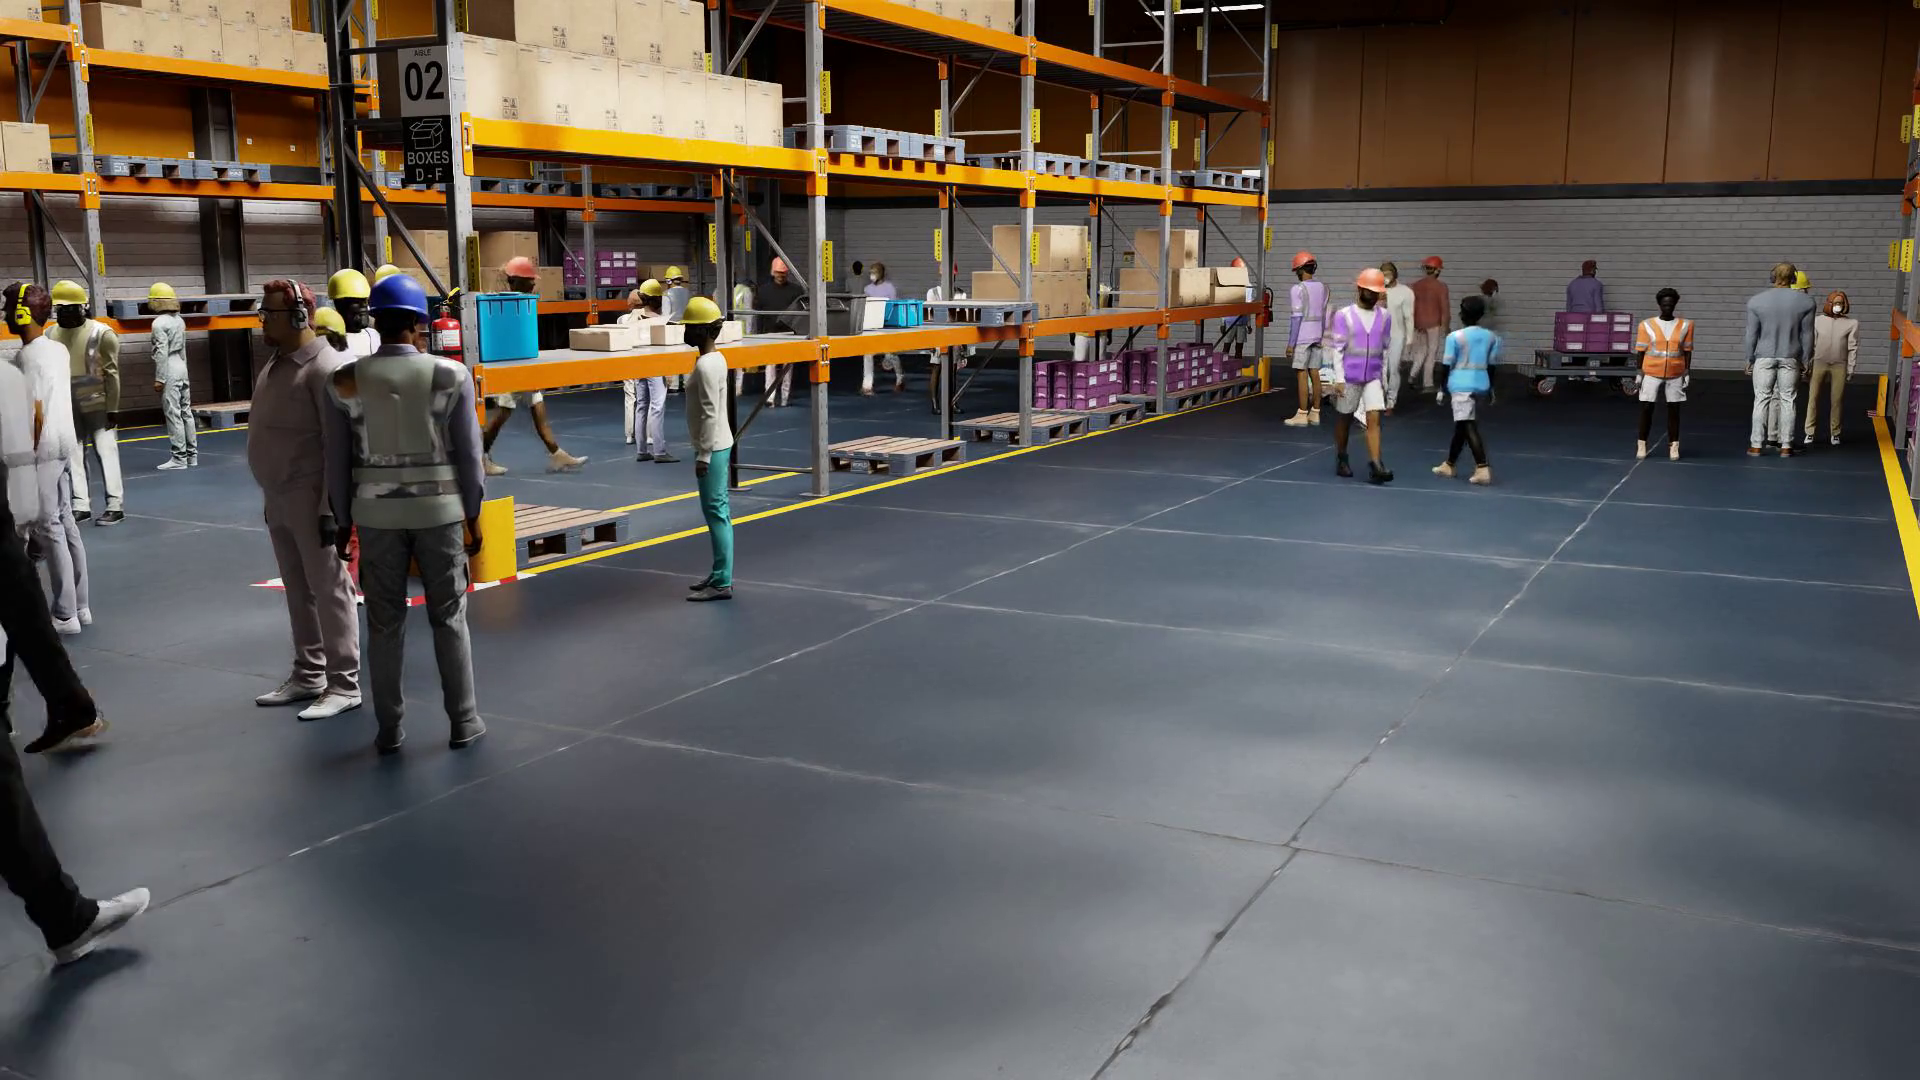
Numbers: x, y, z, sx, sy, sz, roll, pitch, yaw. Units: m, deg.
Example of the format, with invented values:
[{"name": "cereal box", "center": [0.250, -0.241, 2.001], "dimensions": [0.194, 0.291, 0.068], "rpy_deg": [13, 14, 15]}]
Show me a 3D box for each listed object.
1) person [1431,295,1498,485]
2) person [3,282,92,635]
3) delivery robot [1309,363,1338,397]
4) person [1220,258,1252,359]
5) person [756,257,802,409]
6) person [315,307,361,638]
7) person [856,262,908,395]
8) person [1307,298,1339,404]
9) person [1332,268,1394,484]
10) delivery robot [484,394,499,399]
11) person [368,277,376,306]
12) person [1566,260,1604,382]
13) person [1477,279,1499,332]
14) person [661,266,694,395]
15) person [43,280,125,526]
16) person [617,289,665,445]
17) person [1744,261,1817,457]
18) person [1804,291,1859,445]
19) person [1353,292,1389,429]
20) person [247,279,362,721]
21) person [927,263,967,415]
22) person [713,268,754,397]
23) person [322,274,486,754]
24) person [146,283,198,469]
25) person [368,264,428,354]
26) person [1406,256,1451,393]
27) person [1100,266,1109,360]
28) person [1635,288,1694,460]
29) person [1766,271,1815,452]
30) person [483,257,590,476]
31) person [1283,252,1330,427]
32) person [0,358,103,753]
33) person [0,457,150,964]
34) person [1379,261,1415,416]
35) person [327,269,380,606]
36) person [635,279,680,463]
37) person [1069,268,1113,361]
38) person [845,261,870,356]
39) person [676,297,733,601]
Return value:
[{"name": "person", "center": [4.486, -1.328, 14.699], "dimensions": [0.540, 1.652, 0.857], "rpy_deg": [-4, 11, -24]}, {"name": "person", "center": [-4.868, -0.423, 8.820], "dimensions": [0.328, 1.872, 0.509], "rpy_deg": [-2, 10, -10]}, {"name": "delivery robot", "center": [4.845, -2.098, 22.044], "dimensions": [0.477, 0.478, 0.707], "rpy_deg": [3, 10, 19]}, {"name": "person", "center": [4.260, -3.367, 25.664], "dimensions": [0.542, 1.939, 0.359], "rpy_deg": [-3, 10, -18]}, {"name": "person", "center": [-2.337, -2.686, 21.646], "dimensions": [0.647, 1.957, 0.835], "rpy_deg": [0, 10, -2]}, {"name": "person", "center": [-3.279, -0.358, 8.841], "dimensions": [0.540, 1.735, 0.830], "rpy_deg": [-1, 10, -4]}, {"name": "person", "center": [-1.111, -3.040, 23.896], "dimensions": [0.639, 1.901, 0.976], "rpy_deg": [8, 12, 37]}, {"name": "person", "center": [4.855, -2.626, 22.366], "dimensions": [0.534, 1.597, 0.865], "rpy_deg": [1, 10, 4]}, {"name": "person", "center": [3.563, -1.446, 14.709], "dimensions": [0.553, 1.885, 0.958], "rpy_deg": [-1, 10, -6]}, {"name": "delivery robot", "center": [-6.198, -1.978, 21.353], "dimensions": [0.477, 0.478, 0.707], "rpy_deg": [7, 12, 36]}, {"name": "person", "center": [-5.609, -1.672, 16.234], "dimensions": [0.632, 1.830, 0.654], "rpy_deg": [5, 11, 25]}, {"name": "person", "center": [9.851, -3.439, 26.173], "dimensions": [0.400, 1.910, 0.643], "rpy_deg": [-6, 11, -30]}, {"name": "person", "center": [8.548, -3.455, 27.164], "dimensions": [0.356, 1.593, 0.677], "rpy_deg": [0, 10, 1]}, {"name": "person", "center": [-4.053, -2.976, 23.705], "dimensions": [0.403, 1.833, 0.586], "rpy_deg": [7, 12, 34]}, {"name": "person", "center": [-6.517, -1.005, 12.340], "dimensions": [0.586, 1.824, 0.405], "rpy_deg": [1, 10, 3]}, {"name": "person", "center": [-3.368, -1.816, 17.532], "dimensions": [0.523, 1.645, 0.306], "rpy_deg": [3, 10, 18]}, {"name": "person", "center": [8.104, -1.782, 16.489], "dimensions": [0.631, 1.940, 0.372], "rpy_deg": [4, 11, 22]}, {"name": "person", "center": [9.205, -1.817, 17.598], "dimensions": [0.496, 1.629, 0.277], "rpy_deg": [4, 11, 22]}, {"name": "person", "center": [4.686, -2.054, 18.971], "dimensions": [0.367, 1.619, 0.516], "rpy_deg": [-4, 10, -20]}, {"name": "person", "center": [-2.883, -0.174, 7.271], "dimensions": [0.640, 1.910, 0.407], "rpy_deg": [9, 13, 42]}, {"name": "person", "center": [-0.153, -2.536, 20.851], "dimensions": [0.542, 1.939, 0.362], "rpy_deg": [-5, 11, -28]}, {"name": "person", "center": [-3.227, -2.904, 23.291], "dimensions": [0.653, 1.830, 0.521], "rpy_deg": [5, 11, 26]}, {"name": "person", "center": [-2.233, -0.097, 6.741], "dimensions": [0.604, 1.936, 0.411], "rpy_deg": [-2, 10, -11]}, {"name": "person", "center": [-7.432, -1.535, 15.623], "dimensions": [0.316, 1.742, 0.492], "rpy_deg": [0, 10, 1]}, {"name": "person", "center": [-4.619, -1.277, 13.597], "dimensions": [0.589, 1.927, 0.386], "rpy_deg": [-7, 12, -34]}, {"name": "person", "center": [6.816, -3.117, 24.098], "dimensions": [0.423, 1.978, 0.623], "rpy_deg": [-6, 11, -31]}, {"name": "person", "center": [2.097, -3.464, 26.493], "dimensions": [0.575, 1.852, 0.886], "rpy_deg": [-4, 10, -20]}, {"name": "person", "center": [6.875, -1.618, 16.277], "dimensions": [0.534, 1.687, 0.320], "rpy_deg": [3, 10, 14]}, {"name": "person", "center": [8.501, -1.821, 17.003], "dimensions": [0.404, 1.835, 0.600], "rpy_deg": [1, 10, 6]}, {"name": "person", "center": [-3.971, -1.562, 15.090], "dimensions": [1.068, 1.984, 0.633], "rpy_deg": [-2, 10, -13]}, {"name": "person", "center": [4.025, -2.341, 19.456], "dimensions": [0.605, 2.033, 0.399], "rpy_deg": [-8, 13, -39]}, {"name": "person", "center": [-3.881, -0.087, 6.764], "dimensions": [0.806, 1.939, 0.688], "rpy_deg": [-1, 10, -6]}, {"name": "person", "center": [-2.565, 0.337, 4.371], "dimensions": [0.587, 1.878, 0.970], "rpy_deg": [7, 12, 34]}, {"name": "person", "center": [5.358, -2.504, 20.739], "dimensions": [0.645, 1.921, 0.517], "rpy_deg": [5, 11, 28]}, {"name": "person", "center": [-3.497, -0.594, 9.634], "dimensions": [0.363, 1.930, 0.588], "rpy_deg": [6, 11, 30]}, {"name": "person", "center": [-2.966, -1.623, 16.063], "dimensions": [0.524, 1.770, 0.315], "rpy_deg": [8, 13, 40]}, {"name": "person", "center": [1.804, -2.839, 22.918], "dimensions": [0.628, 1.837, 0.429], "rpy_deg": [-1, 10, -4]}, {"name": "person", "center": [-2.003, -4.532, 32.623], "dimensions": [0.535, 1.864, 0.309], "rpy_deg": [0, 10, -3]}, {"name": "person", "center": [-1.484, -0.527, 9.724], "dimensions": [0.310, 1.768, 0.533], "rpy_deg": [-1, 10, -4]}]
